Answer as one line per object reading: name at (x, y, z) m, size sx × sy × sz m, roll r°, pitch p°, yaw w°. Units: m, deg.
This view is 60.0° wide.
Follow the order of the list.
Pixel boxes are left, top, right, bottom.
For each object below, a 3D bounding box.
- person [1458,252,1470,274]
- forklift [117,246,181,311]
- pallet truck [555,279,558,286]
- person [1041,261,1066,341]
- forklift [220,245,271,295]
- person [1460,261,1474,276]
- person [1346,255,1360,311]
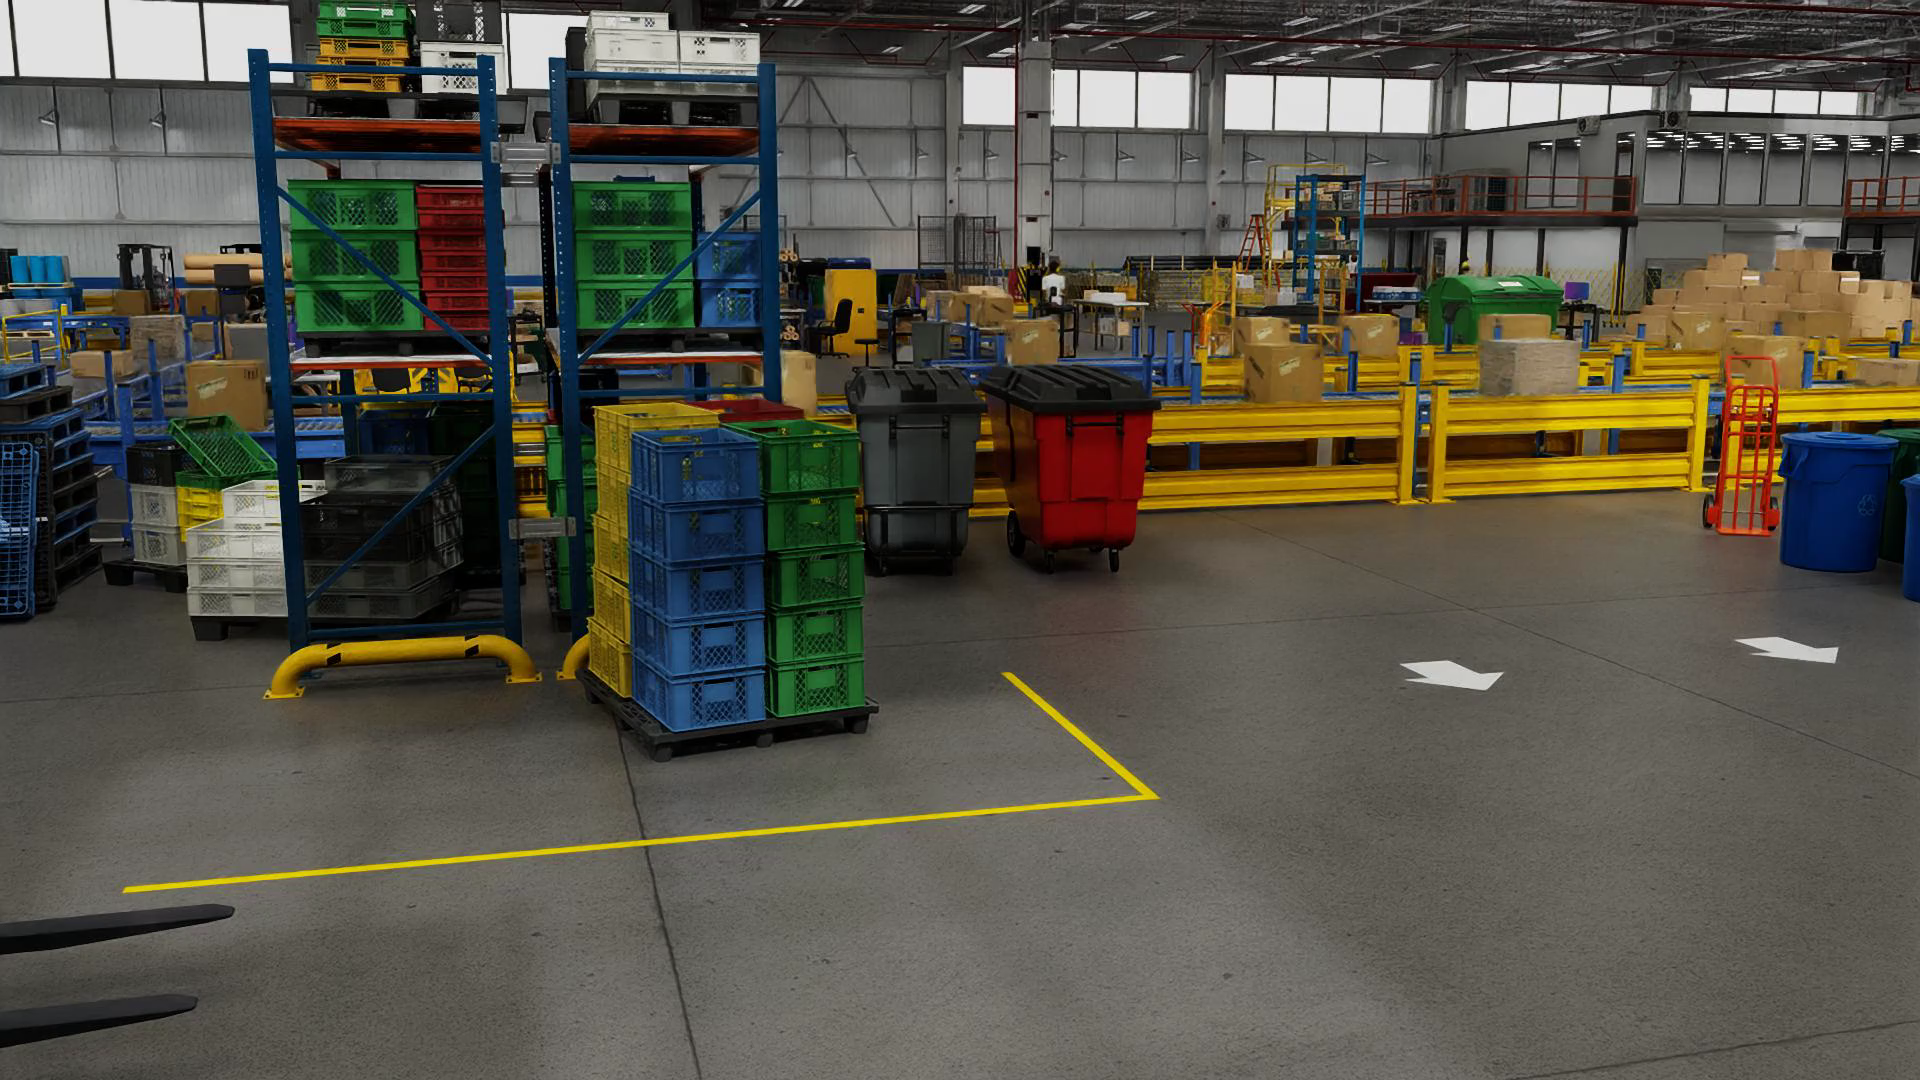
person at (17.433, -8.973, 57.488) m, size 0.408 × 1.918 × 0.623 m, roll 7°, pitch 12°, yaw 34°
forklift at (-19.966, -6.232, 40.894) m, size 1.157 × 1.987 × 2.680 m, roll -3°, pitch 10°, yaw -15°
pallet truck at (-10.604, -6.375, 44.520) m, size 0.653 × 1.274 × 1.630 m, roll -3°, pitch 10°, yaw -15°
person at (1.958, -4.898, 34.675) m, size 0.534 × 1.840 × 0.806 m, roll -1°, pitch 10°, yaw -3°
forklift at (-17.749, -6.334, 41.440) m, size 1.157 × 1.987 × 2.680 m, roll -3°, pitch 10°, yaw -17°
person at (12.681, -6.122, 41.810) m, size 0.531 × 1.754 × 0.406 m, roll 0°, pitch 10°, yaw -3°
person at (12.857, -8.411, 54.402) m, size 0.579 × 1.882 × 0.342 m, roll 8°, pitch 13°, yaw 40°
